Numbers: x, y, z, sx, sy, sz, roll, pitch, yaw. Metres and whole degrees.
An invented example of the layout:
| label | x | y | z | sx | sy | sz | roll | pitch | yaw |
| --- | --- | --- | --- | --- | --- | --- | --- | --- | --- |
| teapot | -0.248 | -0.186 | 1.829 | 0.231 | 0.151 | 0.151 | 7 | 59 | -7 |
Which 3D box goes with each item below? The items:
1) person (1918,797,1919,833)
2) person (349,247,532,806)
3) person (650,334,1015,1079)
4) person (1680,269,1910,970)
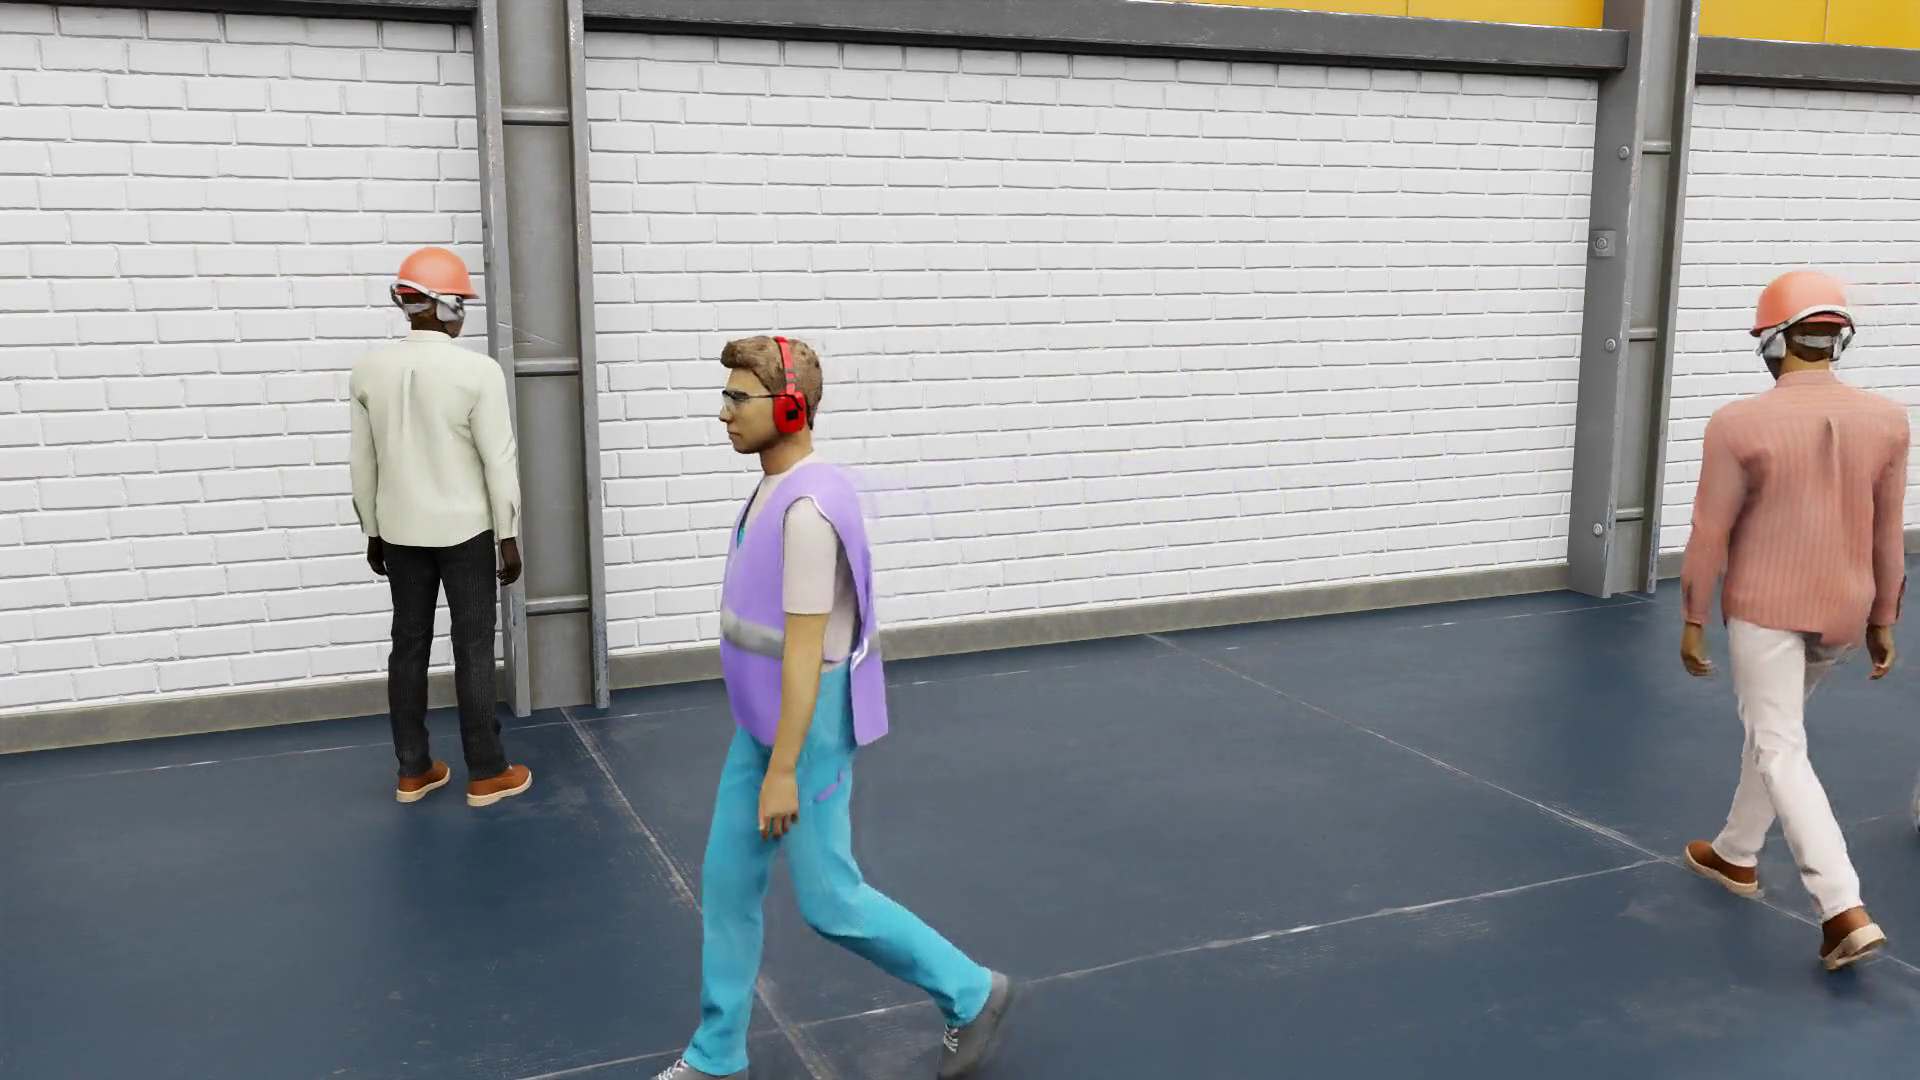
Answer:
| label | x | y | z | sx | sy | sz | roll | pitch | yaw |
| --- | --- | --- | --- | --- | --- | --- | --- | --- | --- |
| person | 3.329 | 0.309 | 5.148 | 0.521 | 1.584 | 0.847 | 0 | 10 | -1 |
| person | -1.853 | -0.041 | 5.960 | 0.621 | 1.990 | 0.396 | 2 | 11 | 12 |
| person | -0.333 | 0.434 | 3.838 | 0.852 | 1.821 | 0.572 | -4 | 11 | -19 |
| person | 2.417 | 0.206 | 4.766 | 0.623 | 1.945 | 1.007 | -1 | 10 | -8 |
